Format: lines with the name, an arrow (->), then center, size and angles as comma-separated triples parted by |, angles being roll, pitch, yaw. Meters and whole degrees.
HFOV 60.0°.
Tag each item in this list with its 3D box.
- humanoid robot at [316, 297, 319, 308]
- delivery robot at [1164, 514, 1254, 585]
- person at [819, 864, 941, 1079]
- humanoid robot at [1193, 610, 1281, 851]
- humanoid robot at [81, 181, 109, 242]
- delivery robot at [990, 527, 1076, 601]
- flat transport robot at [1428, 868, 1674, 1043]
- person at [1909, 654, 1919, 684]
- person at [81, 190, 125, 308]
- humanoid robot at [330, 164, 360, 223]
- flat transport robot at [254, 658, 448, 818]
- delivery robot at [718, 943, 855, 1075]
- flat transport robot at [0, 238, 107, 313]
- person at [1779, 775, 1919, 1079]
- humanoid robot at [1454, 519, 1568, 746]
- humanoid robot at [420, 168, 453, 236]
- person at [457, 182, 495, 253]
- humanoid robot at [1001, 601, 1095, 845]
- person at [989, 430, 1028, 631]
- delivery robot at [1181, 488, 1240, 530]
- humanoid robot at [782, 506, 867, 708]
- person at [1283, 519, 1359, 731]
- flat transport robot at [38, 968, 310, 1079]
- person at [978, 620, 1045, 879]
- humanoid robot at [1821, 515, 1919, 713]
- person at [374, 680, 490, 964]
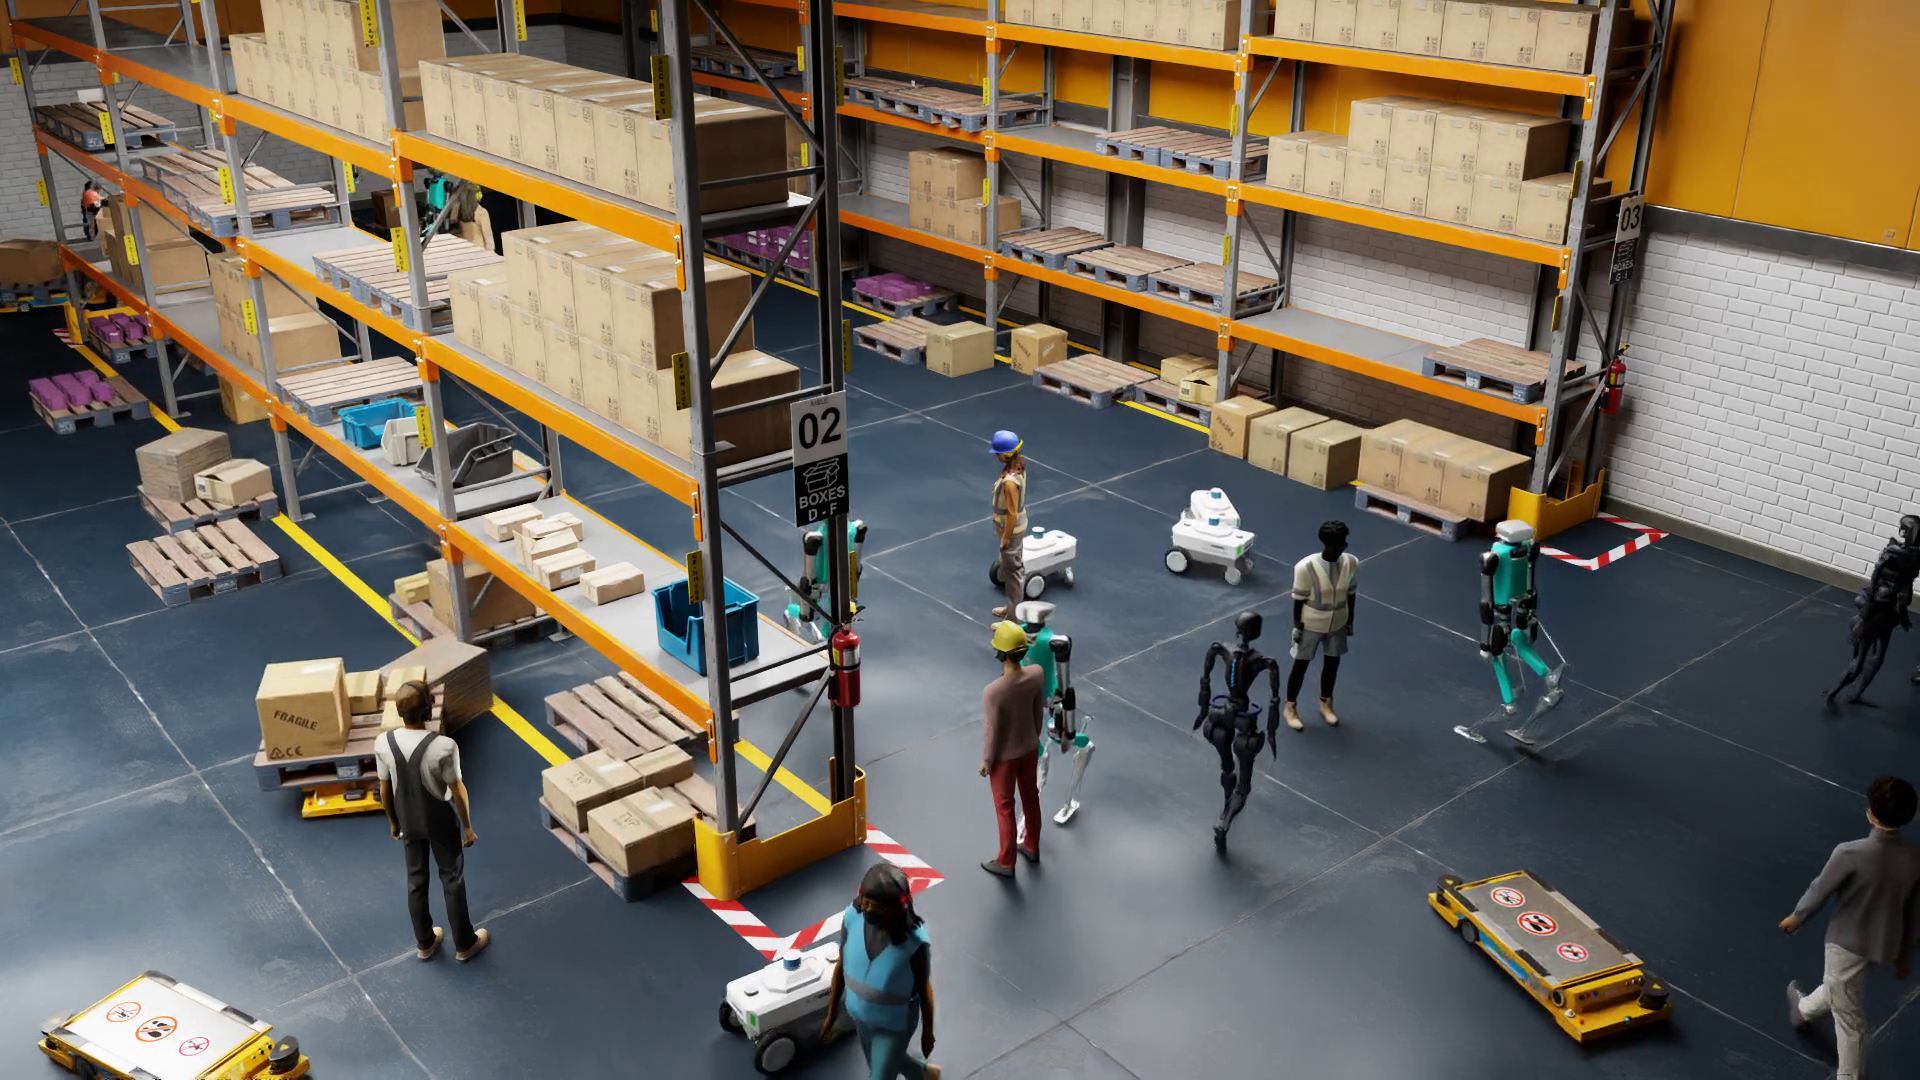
humanoid robot -> -8.875, -3.628, 22.280 | 0.617, 1.633, 0.589 | 9, 25, 21
delivery robot -> 2.271, 0.060, 15.164 | 0.792, 0.611, 0.499 | 14, 27, 30
person -> -0.354, 2.344, 8.267 | 0.513, 1.834, 0.939 | 15, 27, 30
humanoid robot -> 1.798, 1.234, 11.049 | 0.616, 1.633, 0.686 | 14, 27, 29
humanoid robot -> -12.296, -4.356, 23.959 | 0.602, 1.650, 0.357 | 4, 24, 10
delivery robot -> 0.671, 0.194, 14.852 | 0.781, 0.610, 0.517 | -17, 29, -35
flat transport robot -> 3.519, 2.438, 9.997 | 0.659, 0.231, 1.431 | -9, 25, -19
person -> 7.804, 0.265, 12.947 | 0.547, 1.926, 0.379 | 14, 27, 30
person -> -11.825, -4.031, 23.132 | 0.595, 1.723, 0.538 | 10, 25, 21
humanoid robot -> -10.471, -6.207, 28.161 | 0.841, 1.771, 0.617 | -12, 26, -26
flat transport robot -> -4.349, 1.540, 12.076 | 0.659, 0.231, 1.431 | -5, 24, -12
delivery robot -> -0.943, 2.566, 9.323 | 0.768, 0.581, 0.499 | -15, 27, -31
flat transport robot -> -12.933, -3.455, 23.644 | 1.431, 0.231, 0.659 | -10, 25, -22
person -> 4.724, 2.086, 8.824 | 0.564, 1.834, 1.022 | -1, 23, -3
humanoid robot -> 4.068, 0.760, 12.035 | 0.540, 1.763, 0.913 | -13, 27, -28
humanoid robot -> -7.780, -4.492, 24.214 | 0.536, 1.778, 0.884 | 15, 27, 30
person -> -6.598, -3.966, 22.823 | 0.563, 1.870, 0.470 | 12, 26, 25
humanoid robot -> 0.602, 1.157, 11.117 | 0.566, 1.773, 0.897 | 14, 27, 29
person -> 0.402, -0.080, 13.931 | 0.321, 1.772, 0.471 | 3, 24, 6
delivery robot -> 2.408, -0.205, 15.741 | 0.499, 0.581, 0.778 | -2, 23, -4
humanoid robot -> -1.117, 0.443, 12.812 | 0.543, 1.737, 1.029 | -17, 29, -35
person -> 2.706, 0.622, 12.414 | 0.537, 1.692, 0.320 | -6, 24, -14
flat transport robot -> -4.342, 2.801, 9.156 | 1.431, 0.231, 0.659 | 13, 26, 27
person -> 0.319, 1.333, 10.667 | 0.532, 1.766, 0.325 | -21, 31, -40
humanoid robot -> 6.947, 0.553, 12.595 | 0.609, 1.646, 0.405 | -12, 26, -26
person -> -3.121, 1.668, 9.793 | 0.513, 1.843, 0.326 | 3, 24, 6
